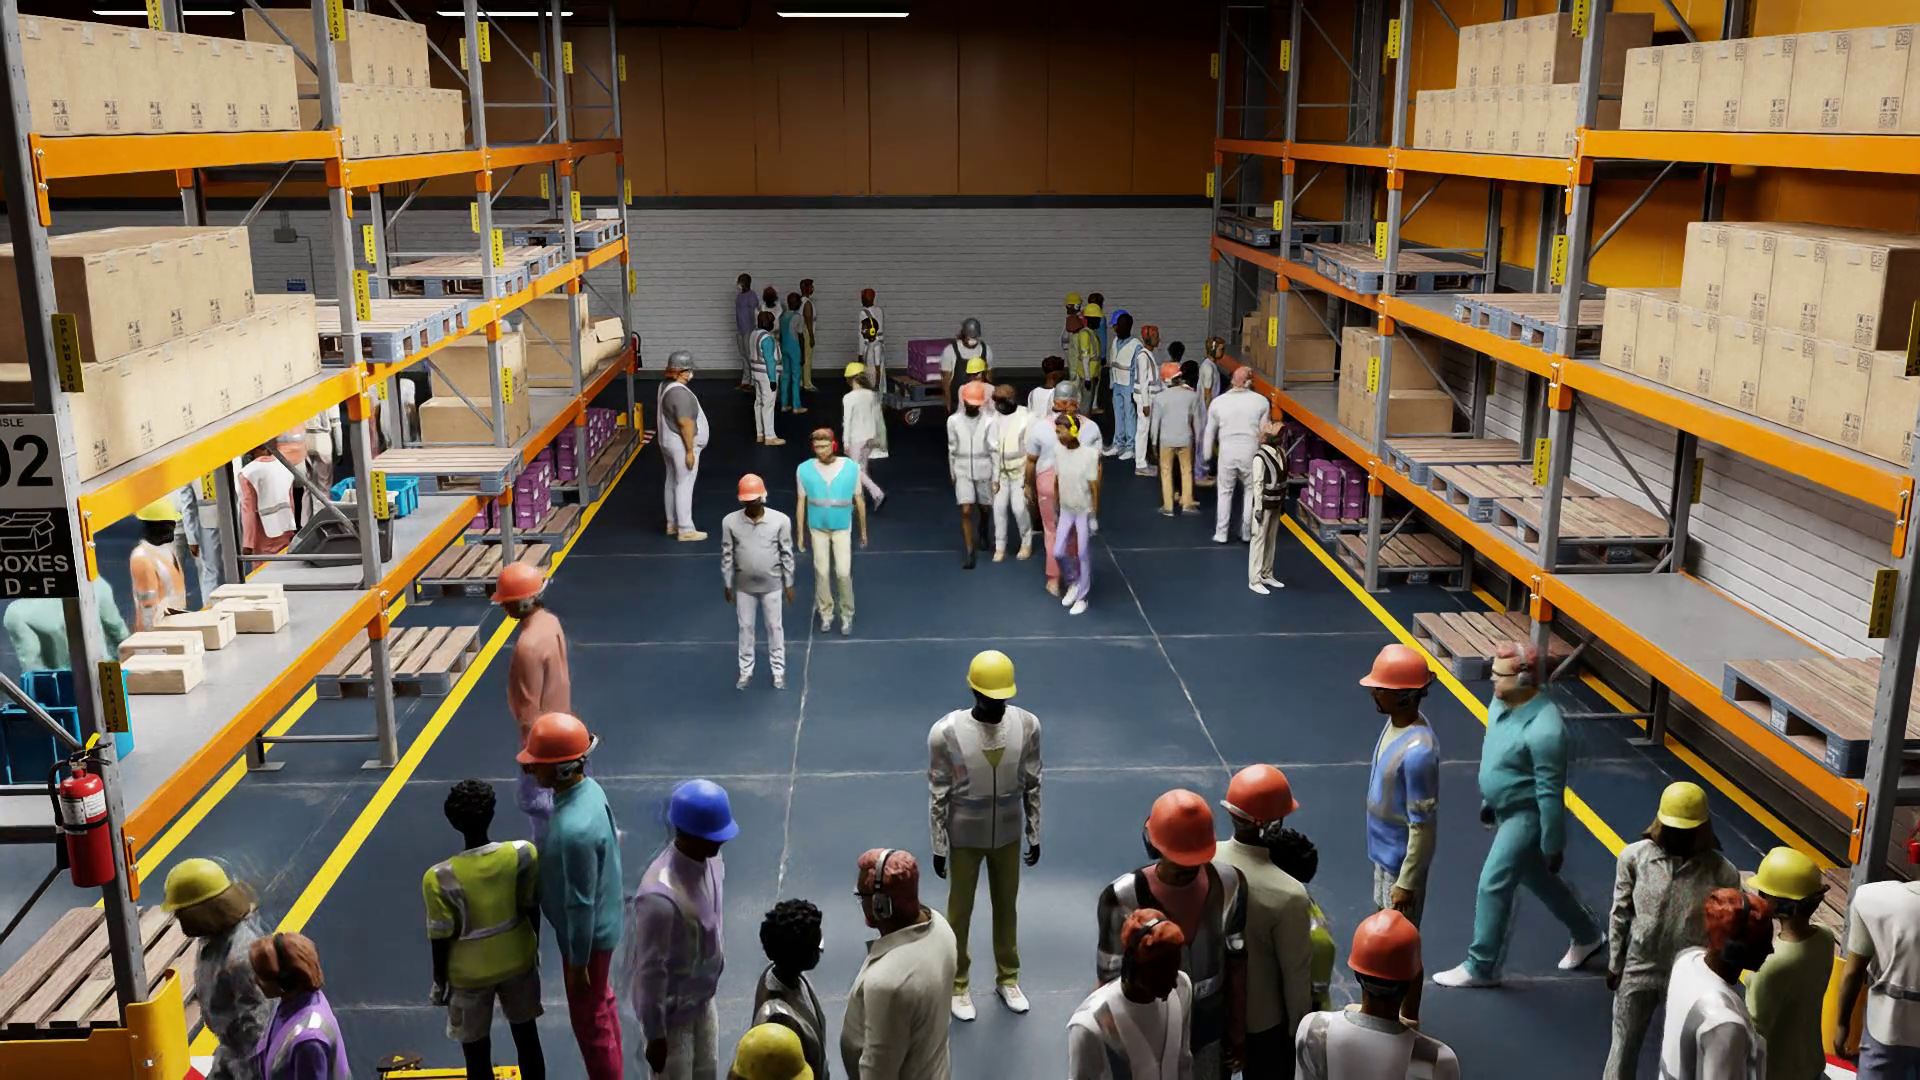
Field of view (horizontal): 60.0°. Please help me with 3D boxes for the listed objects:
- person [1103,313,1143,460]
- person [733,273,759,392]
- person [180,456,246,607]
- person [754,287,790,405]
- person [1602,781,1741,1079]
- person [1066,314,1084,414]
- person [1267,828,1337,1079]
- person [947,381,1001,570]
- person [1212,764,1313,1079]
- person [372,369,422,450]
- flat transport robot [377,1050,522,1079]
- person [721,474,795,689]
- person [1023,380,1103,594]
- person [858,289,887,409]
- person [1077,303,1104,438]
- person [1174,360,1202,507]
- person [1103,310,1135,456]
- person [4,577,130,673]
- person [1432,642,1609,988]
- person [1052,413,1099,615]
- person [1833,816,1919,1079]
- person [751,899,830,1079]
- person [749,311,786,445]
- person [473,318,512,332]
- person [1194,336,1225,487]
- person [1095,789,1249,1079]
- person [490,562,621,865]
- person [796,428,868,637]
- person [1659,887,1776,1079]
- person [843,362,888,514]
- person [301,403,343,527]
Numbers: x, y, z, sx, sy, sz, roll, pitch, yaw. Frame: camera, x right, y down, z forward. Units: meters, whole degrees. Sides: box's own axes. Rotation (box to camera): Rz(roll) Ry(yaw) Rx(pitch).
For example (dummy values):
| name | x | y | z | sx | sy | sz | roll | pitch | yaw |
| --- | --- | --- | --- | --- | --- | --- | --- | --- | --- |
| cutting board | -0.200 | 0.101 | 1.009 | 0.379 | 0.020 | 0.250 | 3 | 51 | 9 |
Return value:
| name | x | y | z | sx | sy | sz | roll | pitch | yaw |
| --- | --- | --- | --- | --- | --- | --- | --- | --- | --- |
| person | 2.181 | -2.028 | 21.923 | 0.391 | 1.920 | 0.587 | -8 | 17 | -30 |
| person | -3.502 | -3.401 | 27.273 | 0.372 | 1.940 | 0.631 | -9 | 17 | -31 |
| person | -6.419 | -0.096 | 14.369 | 0.386 | 1.904 | 0.604 | 9 | 17 | 32 |
| person | -2.879 | -3.011 | 25.941 | 0.635 | 1.837 | 0.906 | -1 | 14 | -2 |
| person | 3.008 | 1.842 | 7.081 | 0.488 | 1.743 | 0.321 | 7 | 16 | 25 |
| person | 1.672 | -2.464 | 24.204 | 0.283 | 1.631 | 0.503 | 2 | 14 | 6 |
| person | 1.324 | 1.959 | 6.733 | 0.320 | 1.692 | 0.535 | -3 | 15 | -13 |
| person | 0.150 | -0.704 | 16.789 | 0.550 | 1.896 | 0.858 | 1 | 14 | 6 |
| person | 1.136 | 1.834 | 6.611 | 0.387 | 1.992 | 0.626 | -13 | 19 | -41 |
| person | -6.389 | -1.204 | 18.858 | 0.537 | 1.840 | 0.602 | 0 | 14 | -1 |
| flat transport robot | -2.281 | 2.607 | 7.013 | 0.652 | 0.197 | 1.431 | -1 | 14 | -4 |
| person | -1.585 | 0.328 | 13.031 | 0.586 | 1.743 | 0.360 | 0 | 14 | 1 |
| person | 0.965 | -0.546 | 15.862 | 0.709 | 2.000 | 0.790 | -2 | 14 | -9 |
| person | -1.358 | -2.914 | 25.511 | 0.368 | 1.873 | 0.593 | 9 | 17 | 31 |
| person | 1.807 | -2.309 | 23.011 | 0.363 | 1.927 | 0.587 | 3 | 15 | 13 |
| person | 2.635 | -1.237 | 19.254 | 0.318 | 1.700 | 0.536 | -1 | 14 | -3 |
| person | 2.166 | -2.092 | 22.129 | 0.403 | 1.940 | 0.608 | -6 | 16 | -23 |
| person | -5.512 | 0.926 | 10.413 | 0.705 | 1.879 | 0.793 | -10 | 17 | -33 |
| person | 2.975 | 1.411 | 8.547 | 0.931 | 1.867 | 0.640 | 0 | 14 | 1 |
| person | 1.051 | -0.230 | 15.001 | 0.562 | 1.846 | 0.405 | 9 | 17 | 31 |
| person | 3.729 | 1.945 | 6.491 | 0.563 | 1.838 | 0.388 | 7 | 16 | 24 |
| person | -0.636 | 2.113 | 6.123 | 0.322 | 1.690 | 0.534 | -1 | 14 | -2 |
| person | -2.656 | -2.232 | 22.888 | 0.429 | 1.841 | 0.625 | -7 | 16 | -27 |
| person | -6.719 | -2.552 | 23.739 | 0.689 | 2.000 | 1.003 | -3 | 15 | -12 |
| person | 3.032 | -1.566 | 20.277 | 0.344 | 1.839 | 0.509 | 2 | 14 | 8 |
| person | 0.819 | 1.889 | 6.340 | 0.617 | 2.028 | 0.410 | -4 | 15 | -16 |
| person | -2.382 | 1.069 | 9.648 | 0.665 | 1.965 | 0.633 | 0 | 14 | -1 |
| person | -1.113 | -0.066 | 14.424 | 0.614 | 1.813 | 0.531 | 1 | 14 | 3 |
| person | 2.600 | 2.097 | 5.819 | 0.490 | 1.883 | 0.586 | 3 | 15 | 12 |
| person | -1.075 | -1.127 | 18.738 | 0.613 | 1.742 | 0.532 | 10 | 17 | 35 |
| person | -6.916 | -0.986 | 17.837 | 0.595 | 1.919 | 0.410 | -3 | 15 | -10 |
